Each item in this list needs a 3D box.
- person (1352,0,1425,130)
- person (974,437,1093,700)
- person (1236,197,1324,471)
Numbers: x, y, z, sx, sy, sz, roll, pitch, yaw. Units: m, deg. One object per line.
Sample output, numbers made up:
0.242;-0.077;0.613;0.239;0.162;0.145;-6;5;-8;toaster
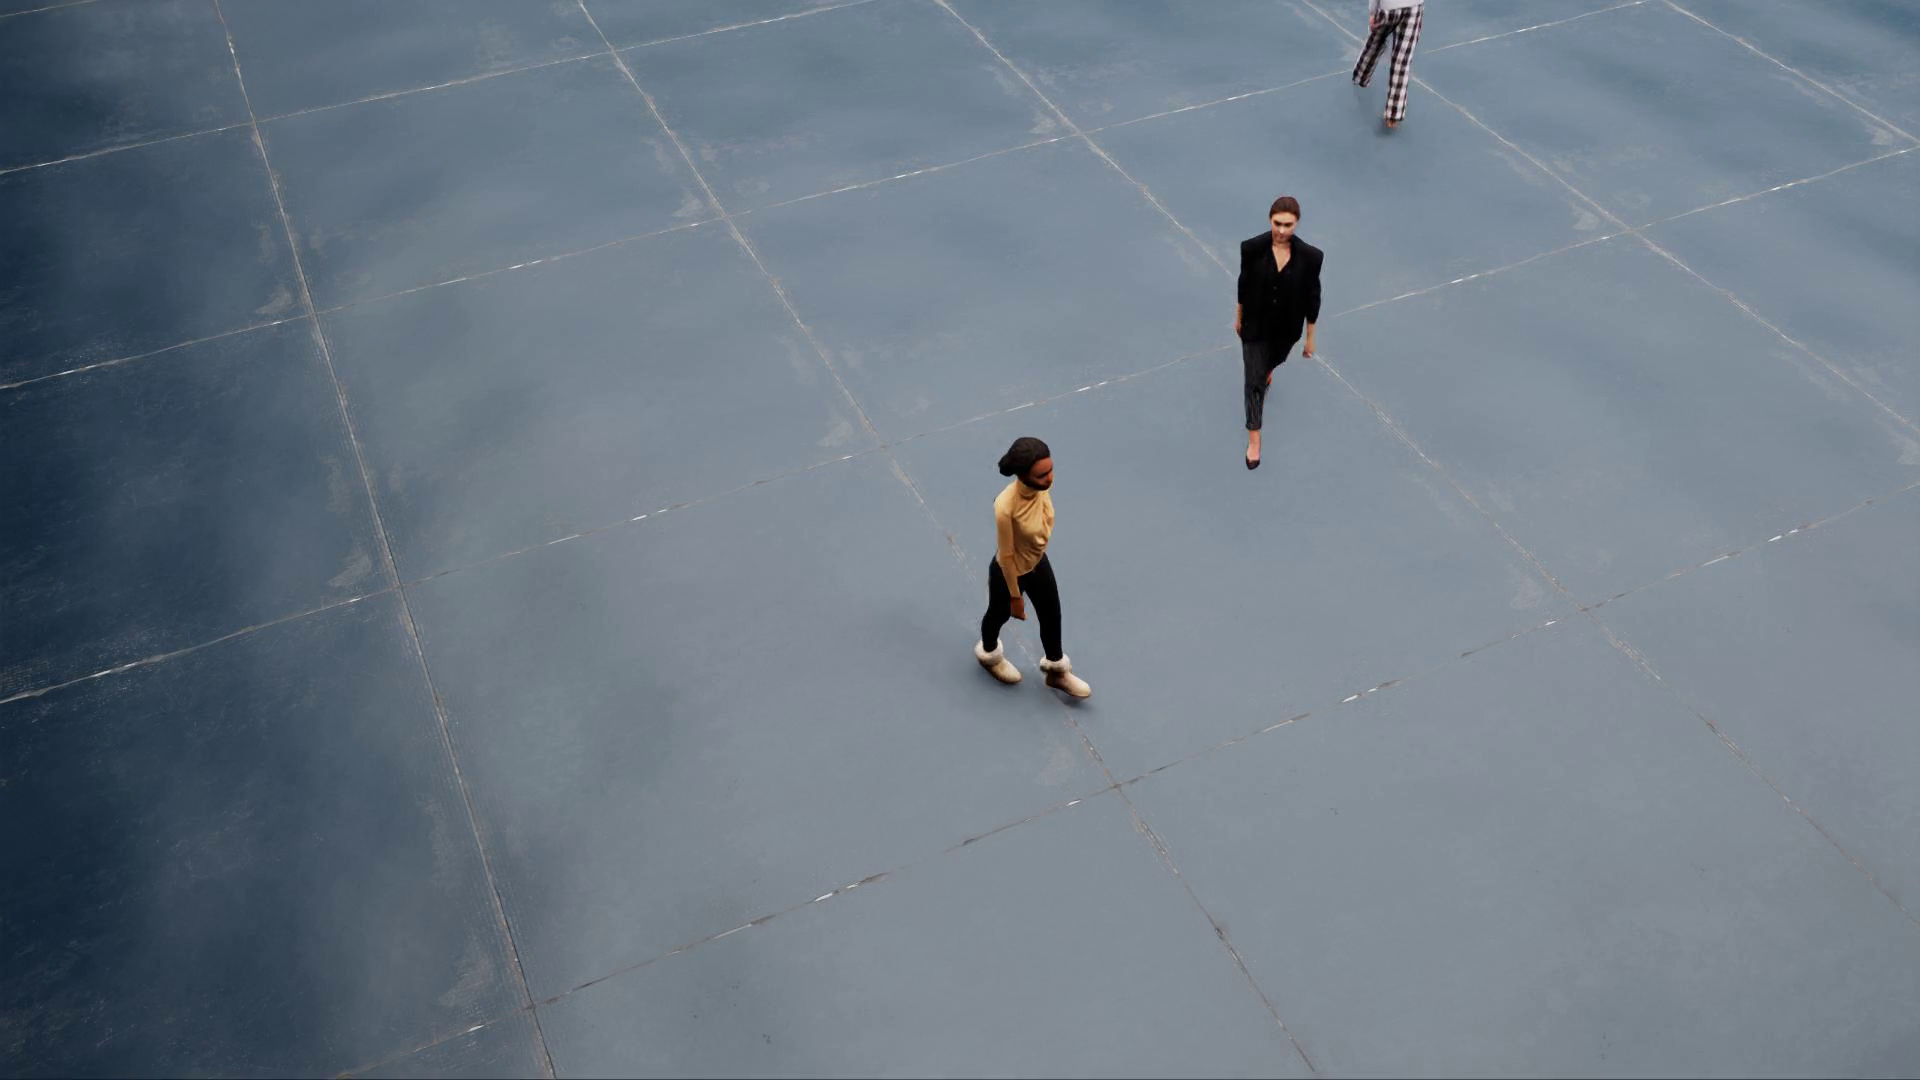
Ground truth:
3.426;-4.081;12.911;0.962;1.801;1.258;0;42;0;person
0.231;0.112;8.414;0.974;1.638;0.794;33;52;31;person
1.886;-1.341;9.991;1.087;1.670;1.265;6;43;7;person
